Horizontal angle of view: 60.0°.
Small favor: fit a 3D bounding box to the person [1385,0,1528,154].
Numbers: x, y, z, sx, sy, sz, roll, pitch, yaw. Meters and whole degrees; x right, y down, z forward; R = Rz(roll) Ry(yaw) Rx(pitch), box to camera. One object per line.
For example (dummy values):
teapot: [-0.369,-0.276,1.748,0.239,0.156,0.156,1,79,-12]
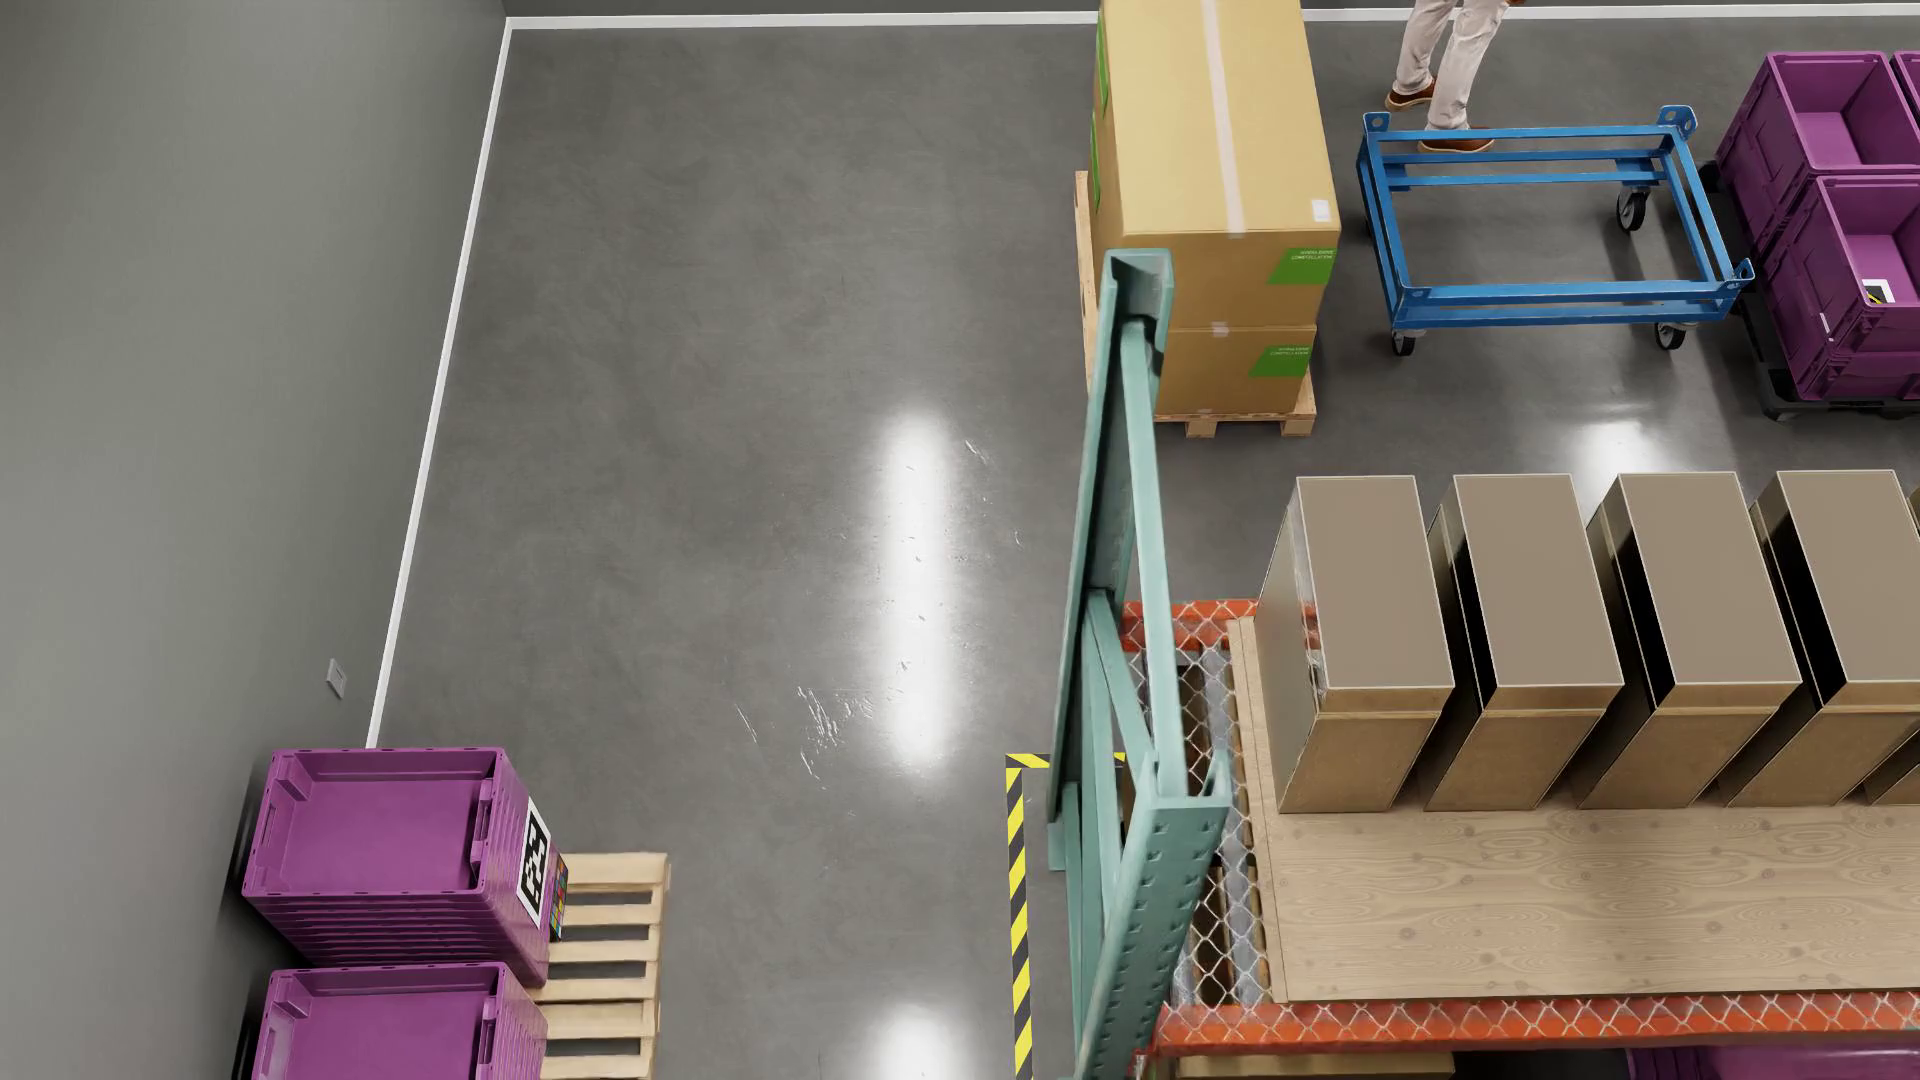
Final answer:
person: [1.954,-2.263,6.058,0.381,1.994,0.620,-15,59,-9]
